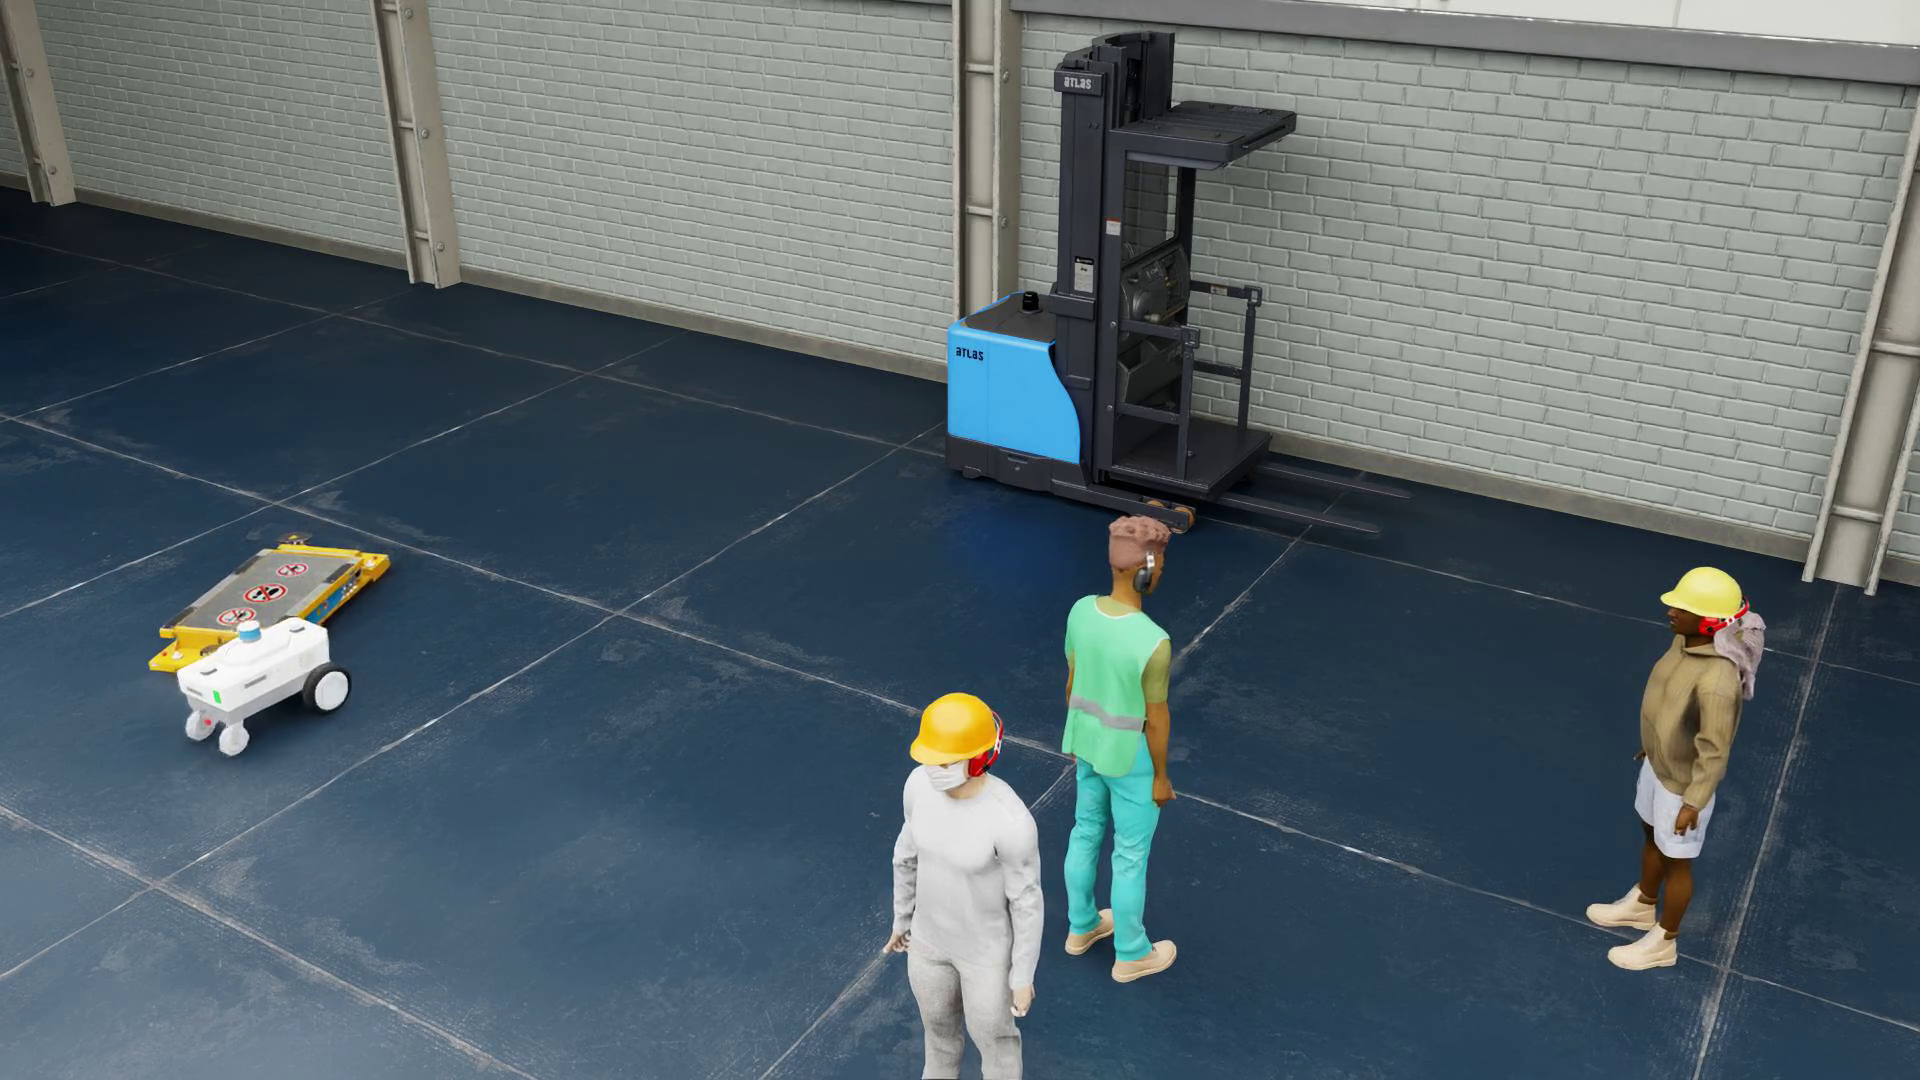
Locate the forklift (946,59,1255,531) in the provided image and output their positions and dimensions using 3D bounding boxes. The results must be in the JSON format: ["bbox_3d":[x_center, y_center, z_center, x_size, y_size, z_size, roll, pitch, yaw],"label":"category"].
[{"bbox_3d":[0.933,-1.707,10.833,1.873,2.768,1.129,15,29,28],"label":"forklift"}]

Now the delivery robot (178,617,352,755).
[{"bbox_3d":[-3.552,0.694,8.466,0.499,0.602,0.801,15,29,29],"label":"delivery robot"}]

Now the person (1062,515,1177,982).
[{"bbox_3d":[0.609,0.832,6.504,0.410,1.979,0.483,-20,32,-36],"label":"person"}]

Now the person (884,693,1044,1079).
[{"bbox_3d":[0.007,1.335,5.533,0.575,1.894,0.375,18,31,33],"label":"person"}]

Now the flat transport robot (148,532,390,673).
[{"bbox_3d":[-3.908,0.364,9.489,0.659,0.231,1.431,4,26,9],"label":"flat transport robot"}]

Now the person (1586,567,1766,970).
[{"bbox_3d":[2.855,0.913,6.580,0.401,1.760,0.540,2,25,4],"label":"person"}]
